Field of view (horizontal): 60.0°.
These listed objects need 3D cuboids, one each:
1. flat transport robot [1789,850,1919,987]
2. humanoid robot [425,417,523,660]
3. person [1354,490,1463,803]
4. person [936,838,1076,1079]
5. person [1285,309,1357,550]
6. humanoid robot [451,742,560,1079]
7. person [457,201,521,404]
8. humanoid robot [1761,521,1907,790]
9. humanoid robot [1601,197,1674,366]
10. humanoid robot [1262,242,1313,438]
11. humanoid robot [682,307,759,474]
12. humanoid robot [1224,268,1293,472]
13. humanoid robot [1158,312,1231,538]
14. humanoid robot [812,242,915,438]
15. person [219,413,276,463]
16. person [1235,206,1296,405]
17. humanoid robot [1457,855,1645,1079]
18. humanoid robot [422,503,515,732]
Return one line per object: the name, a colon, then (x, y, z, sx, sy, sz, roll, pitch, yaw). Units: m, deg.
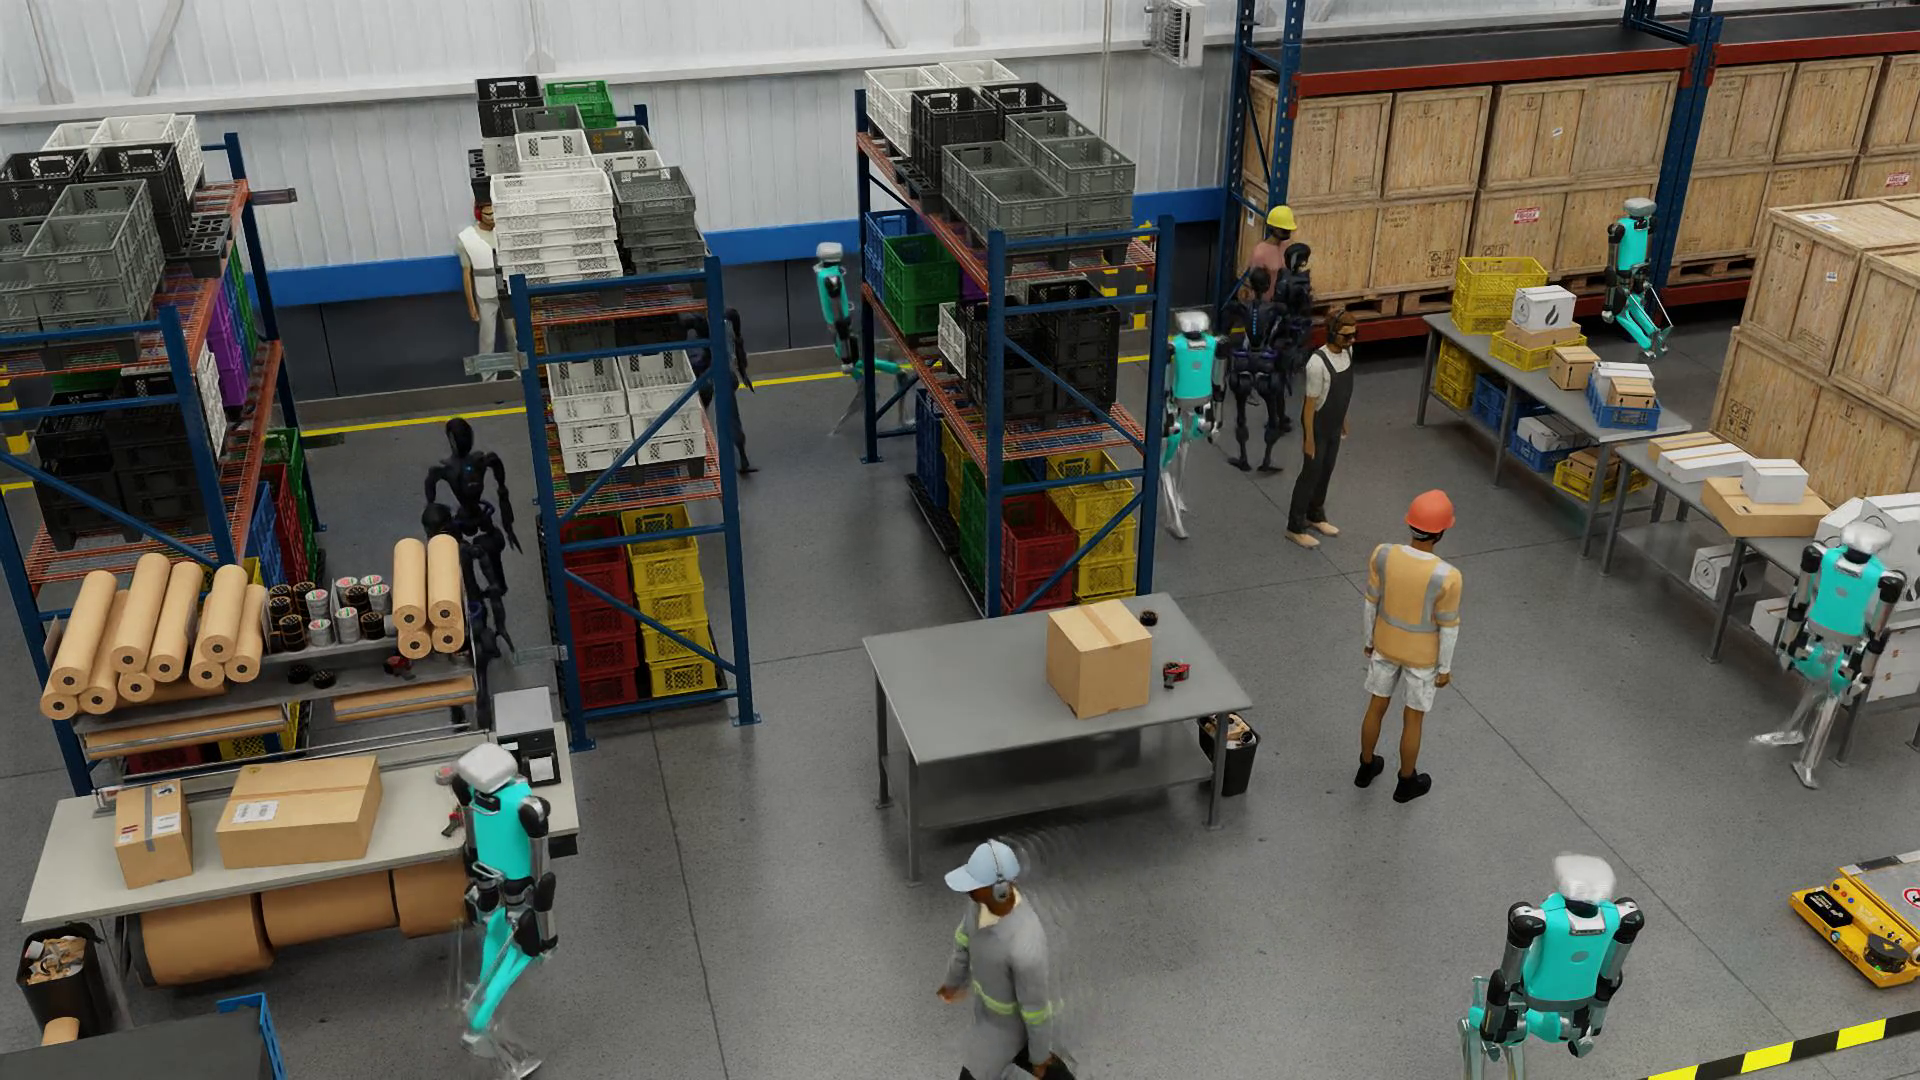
flat transport robot: (5.163, 1.916, 8.676, 1.431, 0.231, 0.659, -8, 30, -14)
humanoid robot: (-3.193, -0.054, 10.805, 0.589, 1.634, 0.595, -21, 35, -33)
person: (2.522, 0.599, 9.341, 0.547, 1.937, 0.356, 22, 36, 34)
person: (0.178, 1.967, 6.998, 1.003, 1.799, 0.600, -8, 30, -14)
person: (2.631, -0.807, 12.009, 0.333, 1.837, 0.506, 23, 36, 35)
humanoid robot: (-2.126, 1.805, 7.383, 0.551, 1.818, 0.724, 18, 33, 29)
person: (-4.005, -2.104, 14.366, 0.562, 1.836, 0.390, -22, 35, -34)
humanoid robot: (5.051, 0.593, 9.550, 0.878, 1.765, 0.599, -25, 38, -38)
humanoid robot: (5.842, -2.042, 14.212, 0.533, 1.677, 0.735, -17, 33, -28)
humanoid robot: (2.691, -1.661, 13.713, 0.331, 1.646, 0.607, -11, 31, -20)
humanoid robot: (-1.923, -1.283, 13.084, 0.602, 1.622, 0.817, -18, 33, -29)
humanoid robot: (2.340, -1.323, 13.112, 0.599, 1.645, 0.377, 11, 31, 19)
humanoid robot: (1.632, -0.940, 12.370, 0.545, 1.760, 0.939, -5, 29, -9)
humanoid robot: (-0.702, -1.590, 13.621, 0.984, 1.782, 0.547, -6, 29, -12)
person: (-5.661, -1.165, 12.676, 0.680, 1.823, 0.632, -25, 38, -38)
person: (2.662, -2.019, 14.290, 0.523, 1.759, 0.347, -23, 36, -36)
humanoid robot: (2.405, 1.892, 7.054, 0.533, 1.677, 0.735, -2, 29, -4)
humanoid robot: (-2.951, 0.516, 9.776, 0.610, 1.634, 0.640, -6, 29, -11)
